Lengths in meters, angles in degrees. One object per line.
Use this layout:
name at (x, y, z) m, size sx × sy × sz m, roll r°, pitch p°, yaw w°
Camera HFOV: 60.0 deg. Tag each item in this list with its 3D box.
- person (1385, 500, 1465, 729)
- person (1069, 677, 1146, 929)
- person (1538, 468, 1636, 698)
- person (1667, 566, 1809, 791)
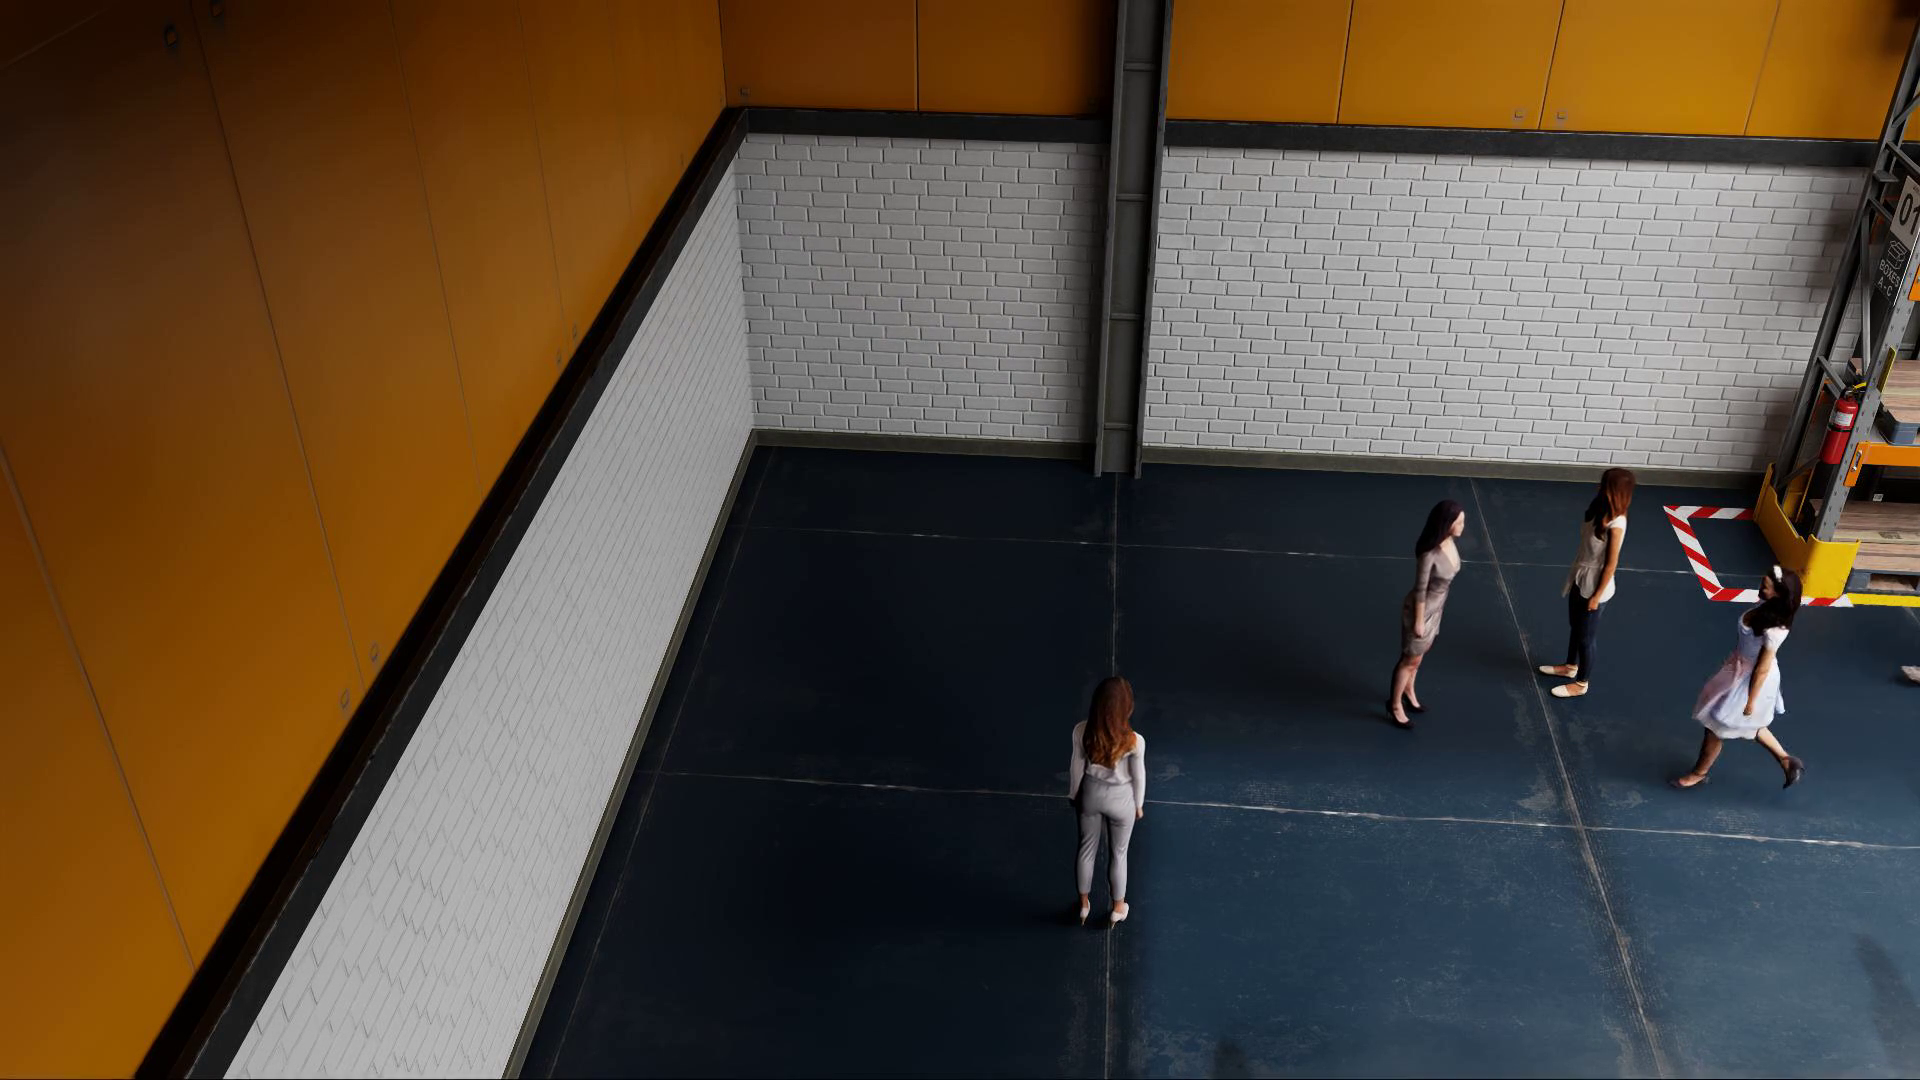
person at (3.086, 0.478, 11.072) m, size 0.661 × 1.746 × 0.659 m, roll 20°, pitch 38°, yaw 27°
person at (0.828, 1.516, 9.491) m, size 0.524 × 1.766 × 0.680 m, roll 9°, pitch 35°, yaw 13°
person at (4.308, 0.293, 11.315) m, size 0.530 × 1.785 × 0.608 m, roll 1°, pitch 34°, yaw 2°
person at (4.982, 0.933, 10.341) m, size 1.077 × 1.797 × 0.807 m, roll 11°, pitch 35°, yaw 15°
